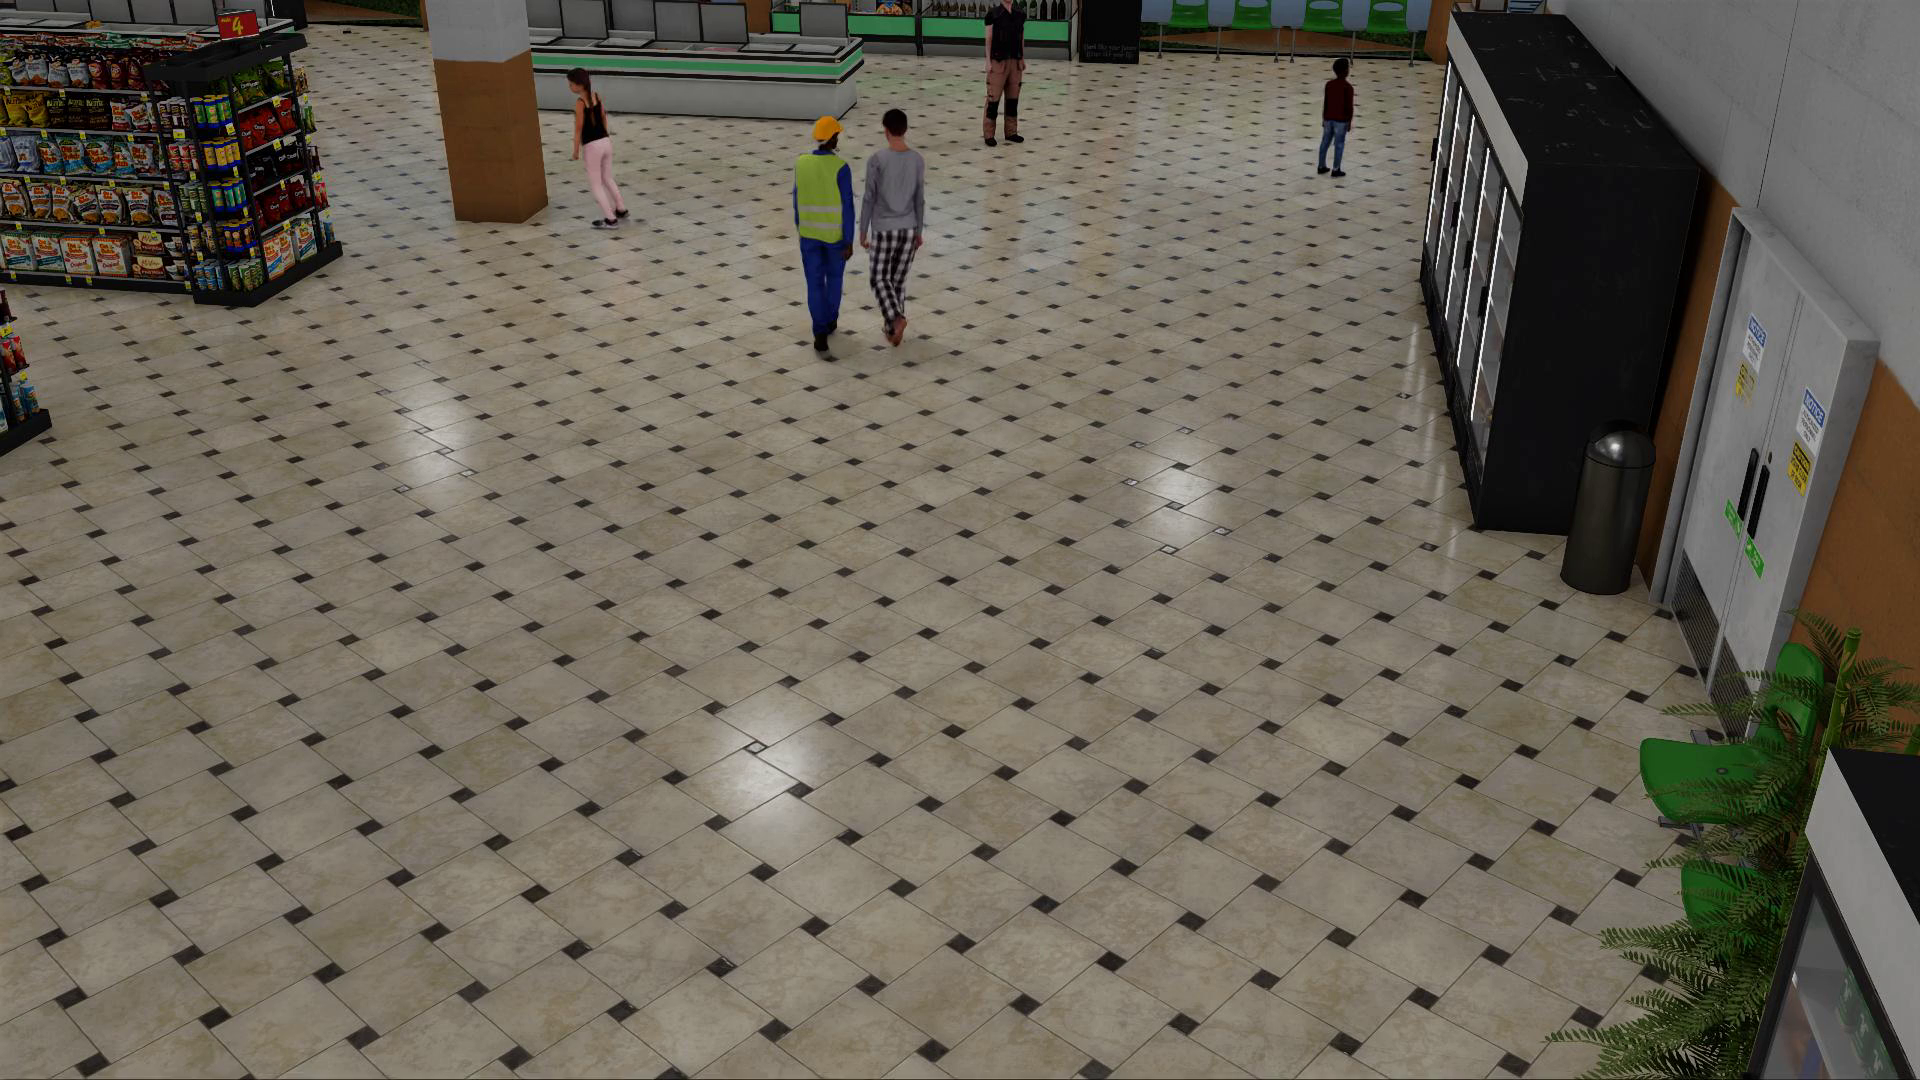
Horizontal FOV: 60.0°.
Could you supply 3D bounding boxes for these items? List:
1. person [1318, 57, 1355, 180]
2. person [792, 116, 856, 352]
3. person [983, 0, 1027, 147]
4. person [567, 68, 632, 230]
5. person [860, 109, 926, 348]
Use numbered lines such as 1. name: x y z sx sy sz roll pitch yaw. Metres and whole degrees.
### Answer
1. person: 4.002 -4.493 17.710 0.562 1.253 0.640 24 35 39
2. person: -1.066 -2.333 12.871 1.010 1.778 0.795 3 27 6
3. person: 0.513 -5.467 18.983 0.750 1.841 0.834 -14 30 -26
4. person: -3.437 -3.729 15.896 0.672 1.532 0.733 24 35 39
5. person: -0.486 -2.362 12.883 0.991 1.820 0.988 -10 29 -20
